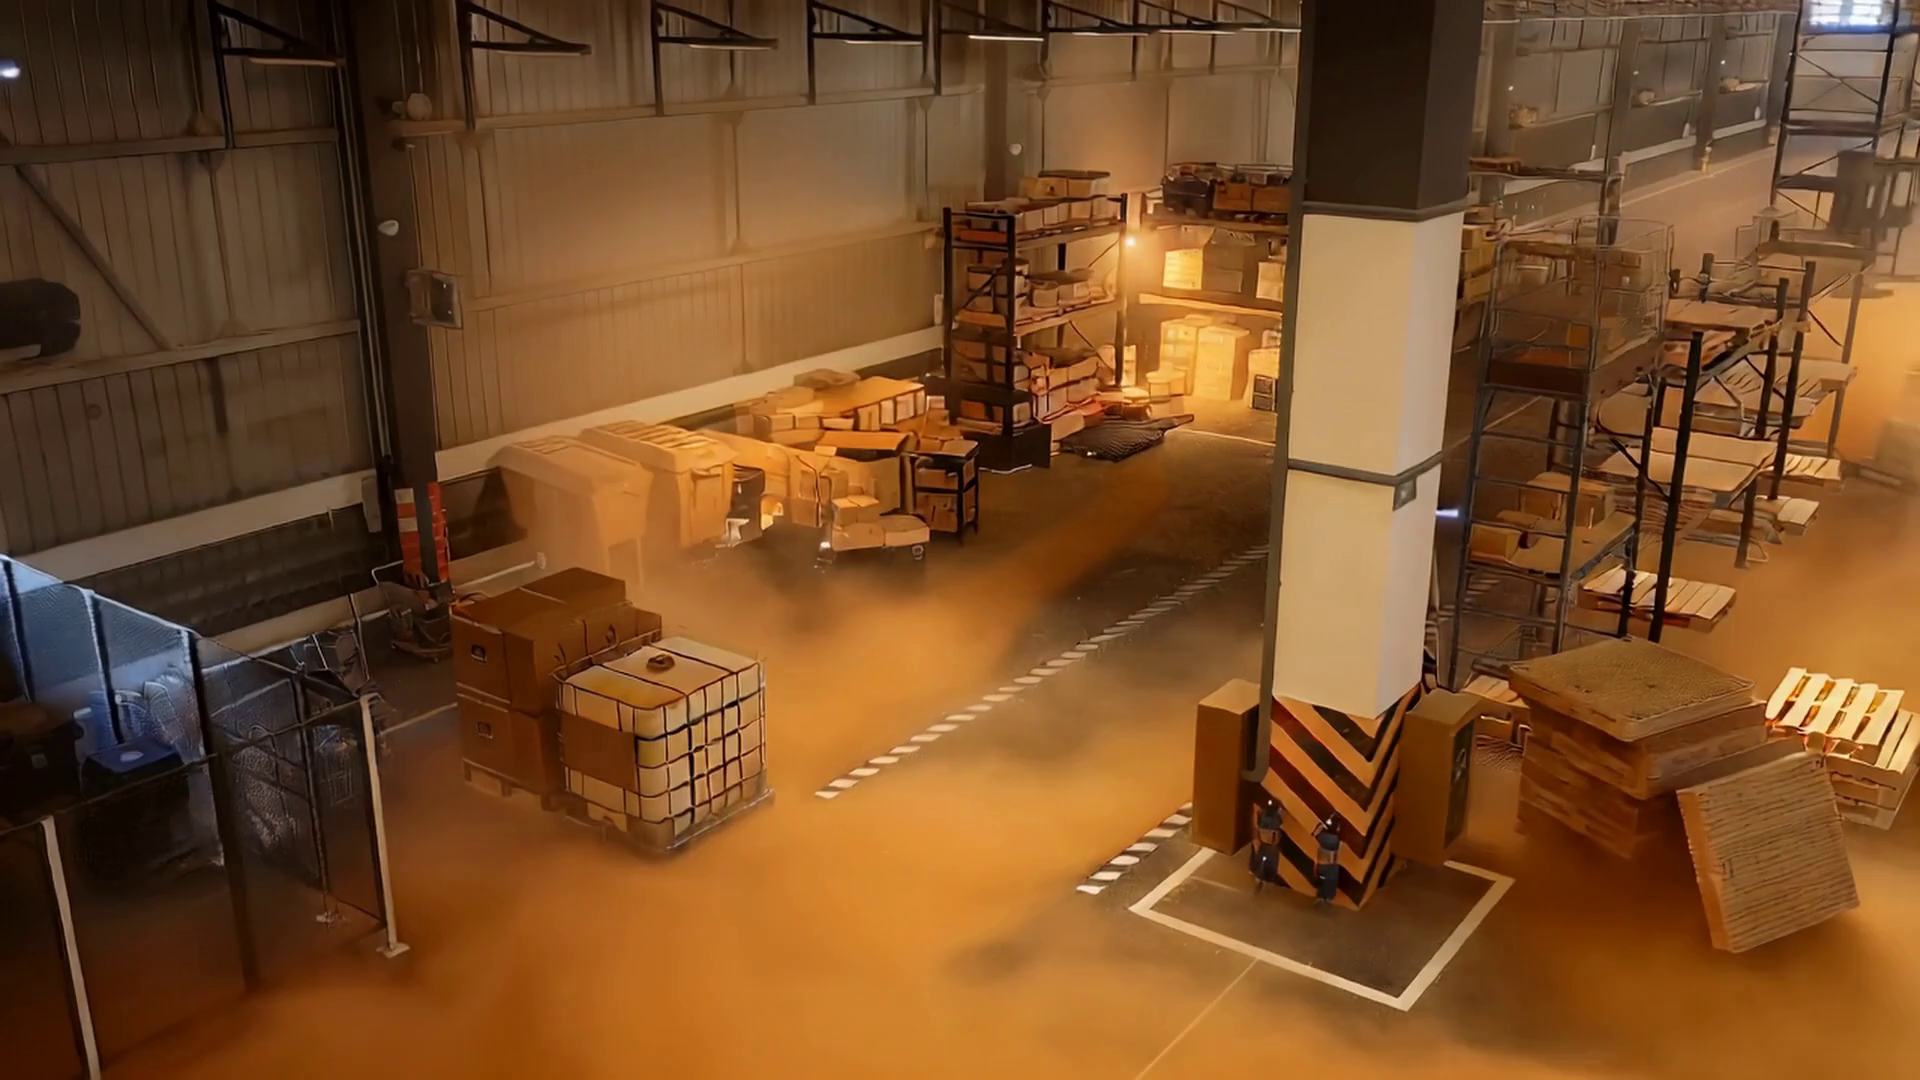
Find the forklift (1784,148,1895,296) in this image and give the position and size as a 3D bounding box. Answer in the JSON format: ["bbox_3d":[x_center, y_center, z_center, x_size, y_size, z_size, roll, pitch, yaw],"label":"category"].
[{"bbox_3d":[17.477,-6.284,32.852,1.873,2.768,1.129,1,18,2],"label":"forklift"}]
